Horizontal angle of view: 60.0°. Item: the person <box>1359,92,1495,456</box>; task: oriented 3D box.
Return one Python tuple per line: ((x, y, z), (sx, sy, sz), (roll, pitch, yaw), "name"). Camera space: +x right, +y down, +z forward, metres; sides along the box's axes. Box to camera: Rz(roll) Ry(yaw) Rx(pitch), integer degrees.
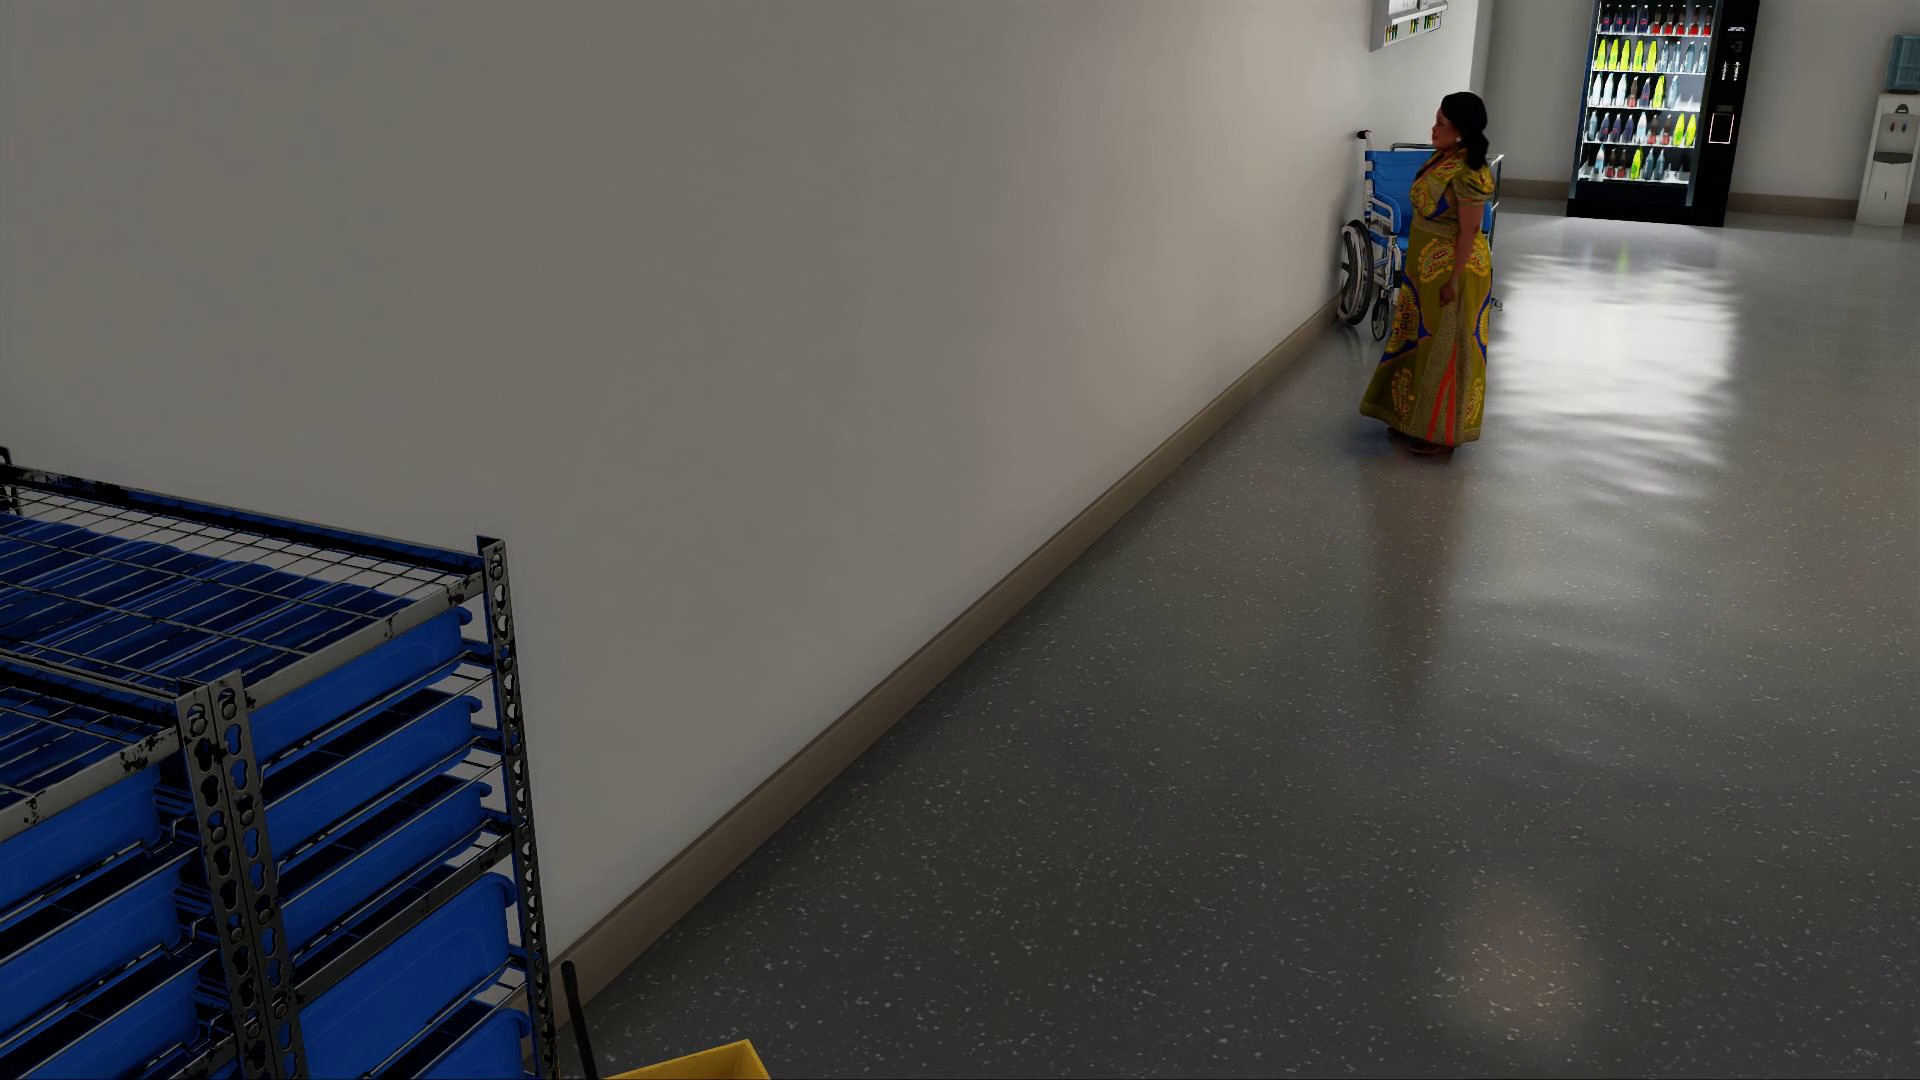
((2.253, -1.240, 7.730), (1.011, 1.660, 0.999), (-3, 21, -7), "person")
